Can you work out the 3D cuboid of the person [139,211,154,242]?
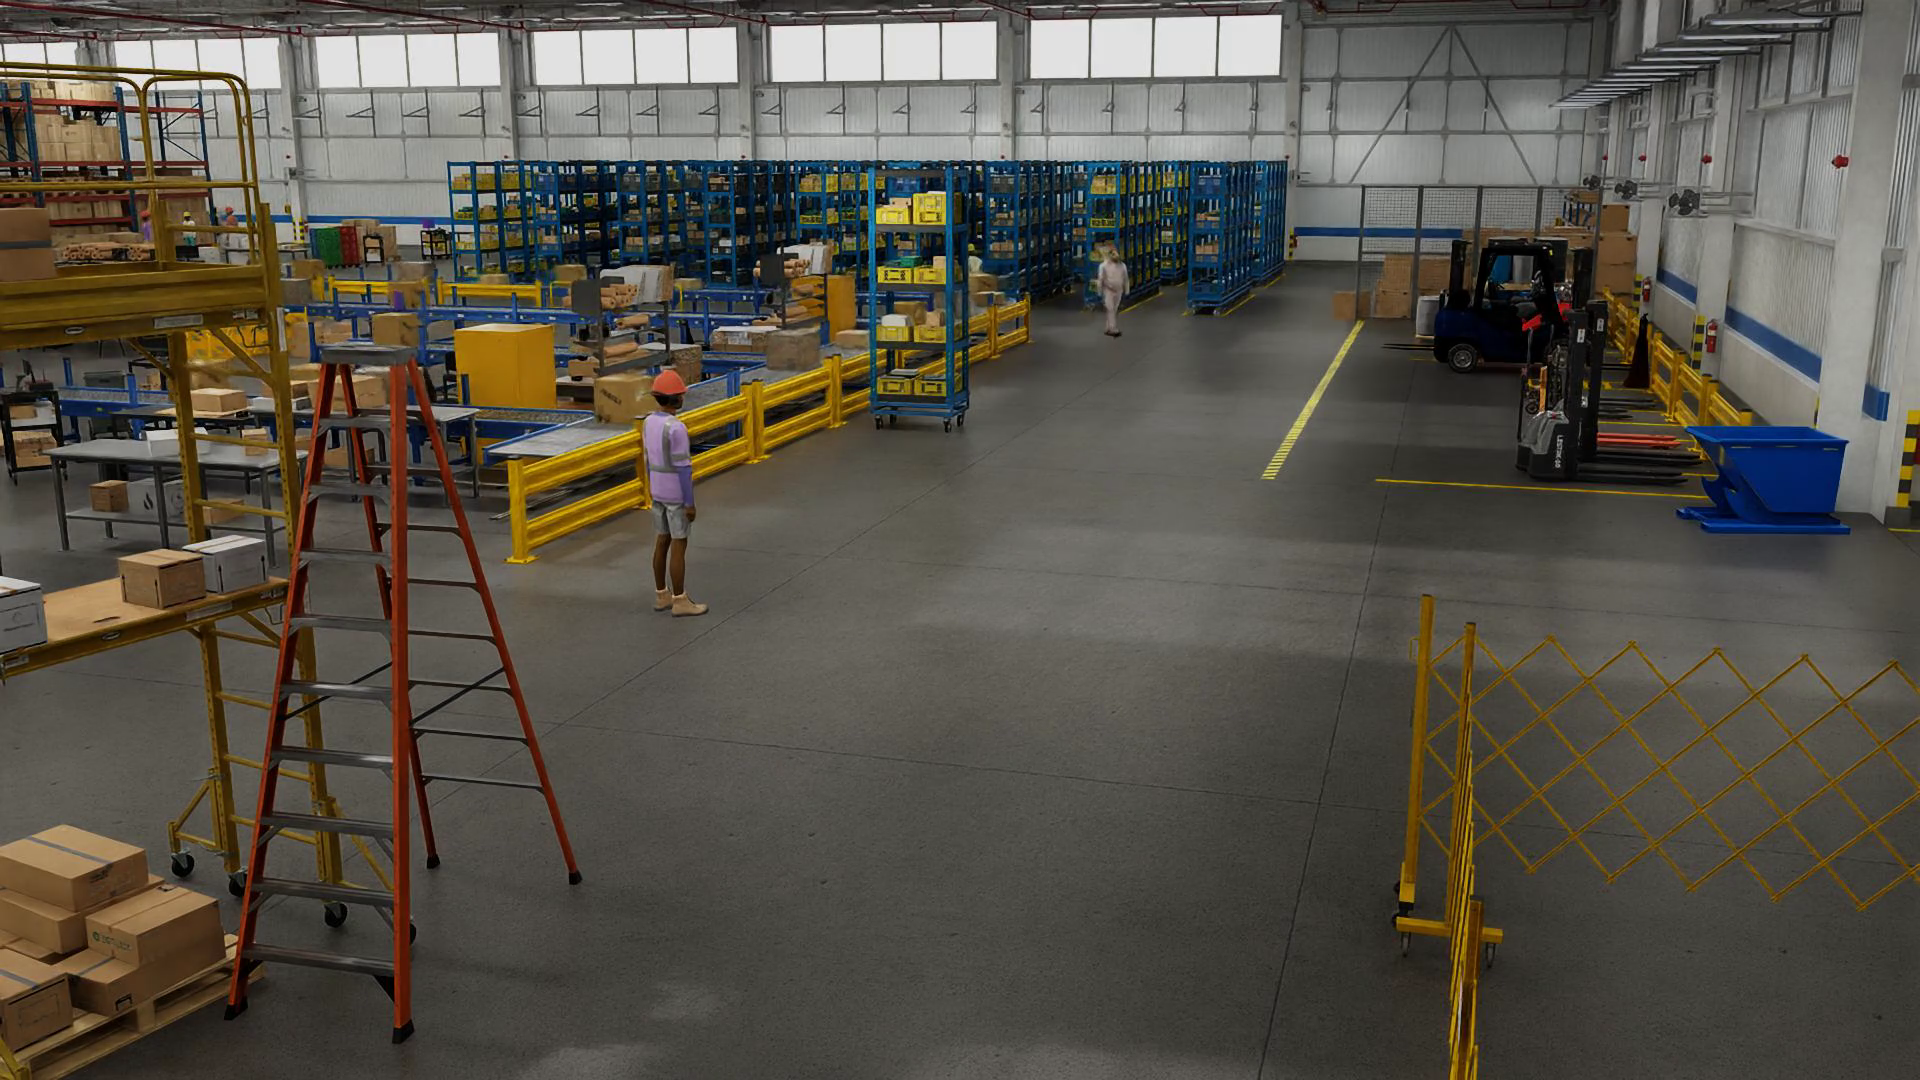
[{"bbox_3d":[-27.775,-10.277,56.838,0.568,1.886,0.979,5,14,20],"label":"person"}]

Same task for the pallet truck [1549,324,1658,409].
[{"bbox_3d":[9.824,-2.669,25.407,1.601,1.201,0.680,4,14,16],"label":"pallet truck"}]

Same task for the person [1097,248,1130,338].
[{"bbox_3d":[3.249,-5.181,34.887,0.671,1.850,0.983,-5,14,-21],"label":"person"}]

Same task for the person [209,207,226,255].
[{"bbox_3d":[-28.636,-11.835,63.748,0.878,1.801,0.628,-3,13,-13],"label":"person"}]

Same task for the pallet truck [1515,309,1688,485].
[{"bbox_3d":[7.554,-1.677,19.446,1.885,1.965,0.823,3,13,14],"label":"pallet truck"}]

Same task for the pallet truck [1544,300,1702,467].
[{"bbox_3d":[8.263,-1.952,20.631,1.885,1.965,0.823,5,14,20],"label":"pallet truck"}]

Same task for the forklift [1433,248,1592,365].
[{"bbox_3d":[9.780,-4.111,29.280,2.680,1.987,1.157,3,13,14],"label":"forklift"}]

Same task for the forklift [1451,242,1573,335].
[{"bbox_3d":[10.464,-4.597,31.405,2.680,1.987,1.157,4,14,16],"label":"forklift"}]

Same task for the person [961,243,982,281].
[{"bbox_3d":[0.201,-5.778,37.551,0.631,1.811,0.549,-11,17,-38],"label":"person"}]

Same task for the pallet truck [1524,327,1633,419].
[{"bbox_3d":[9.065,-2.460,24.370,1.522,1.261,0.704,3,13,14],"label":"pallet truck"}]

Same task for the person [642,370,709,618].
[{"bbox_3d":[-2.367,-0.381,13.738,0.368,2.048,0.607,-11,17,-39],"label":"person"}]

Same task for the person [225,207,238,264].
[{"bbox_3d":[-25.607,-10.716,58.492,0.387,1.992,0.626,2,13,9],"label":"person"}]

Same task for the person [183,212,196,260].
[{"bbox_3d":[-27.775,-10.928,59.914,0.535,1.765,0.322,4,14,18],"label":"person"}]

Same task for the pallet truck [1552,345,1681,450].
[{"bbox_3d":[8.641,-1.896,21.908,1.630,1.274,0.653,4,14,16],"label":"pallet truck"}]
